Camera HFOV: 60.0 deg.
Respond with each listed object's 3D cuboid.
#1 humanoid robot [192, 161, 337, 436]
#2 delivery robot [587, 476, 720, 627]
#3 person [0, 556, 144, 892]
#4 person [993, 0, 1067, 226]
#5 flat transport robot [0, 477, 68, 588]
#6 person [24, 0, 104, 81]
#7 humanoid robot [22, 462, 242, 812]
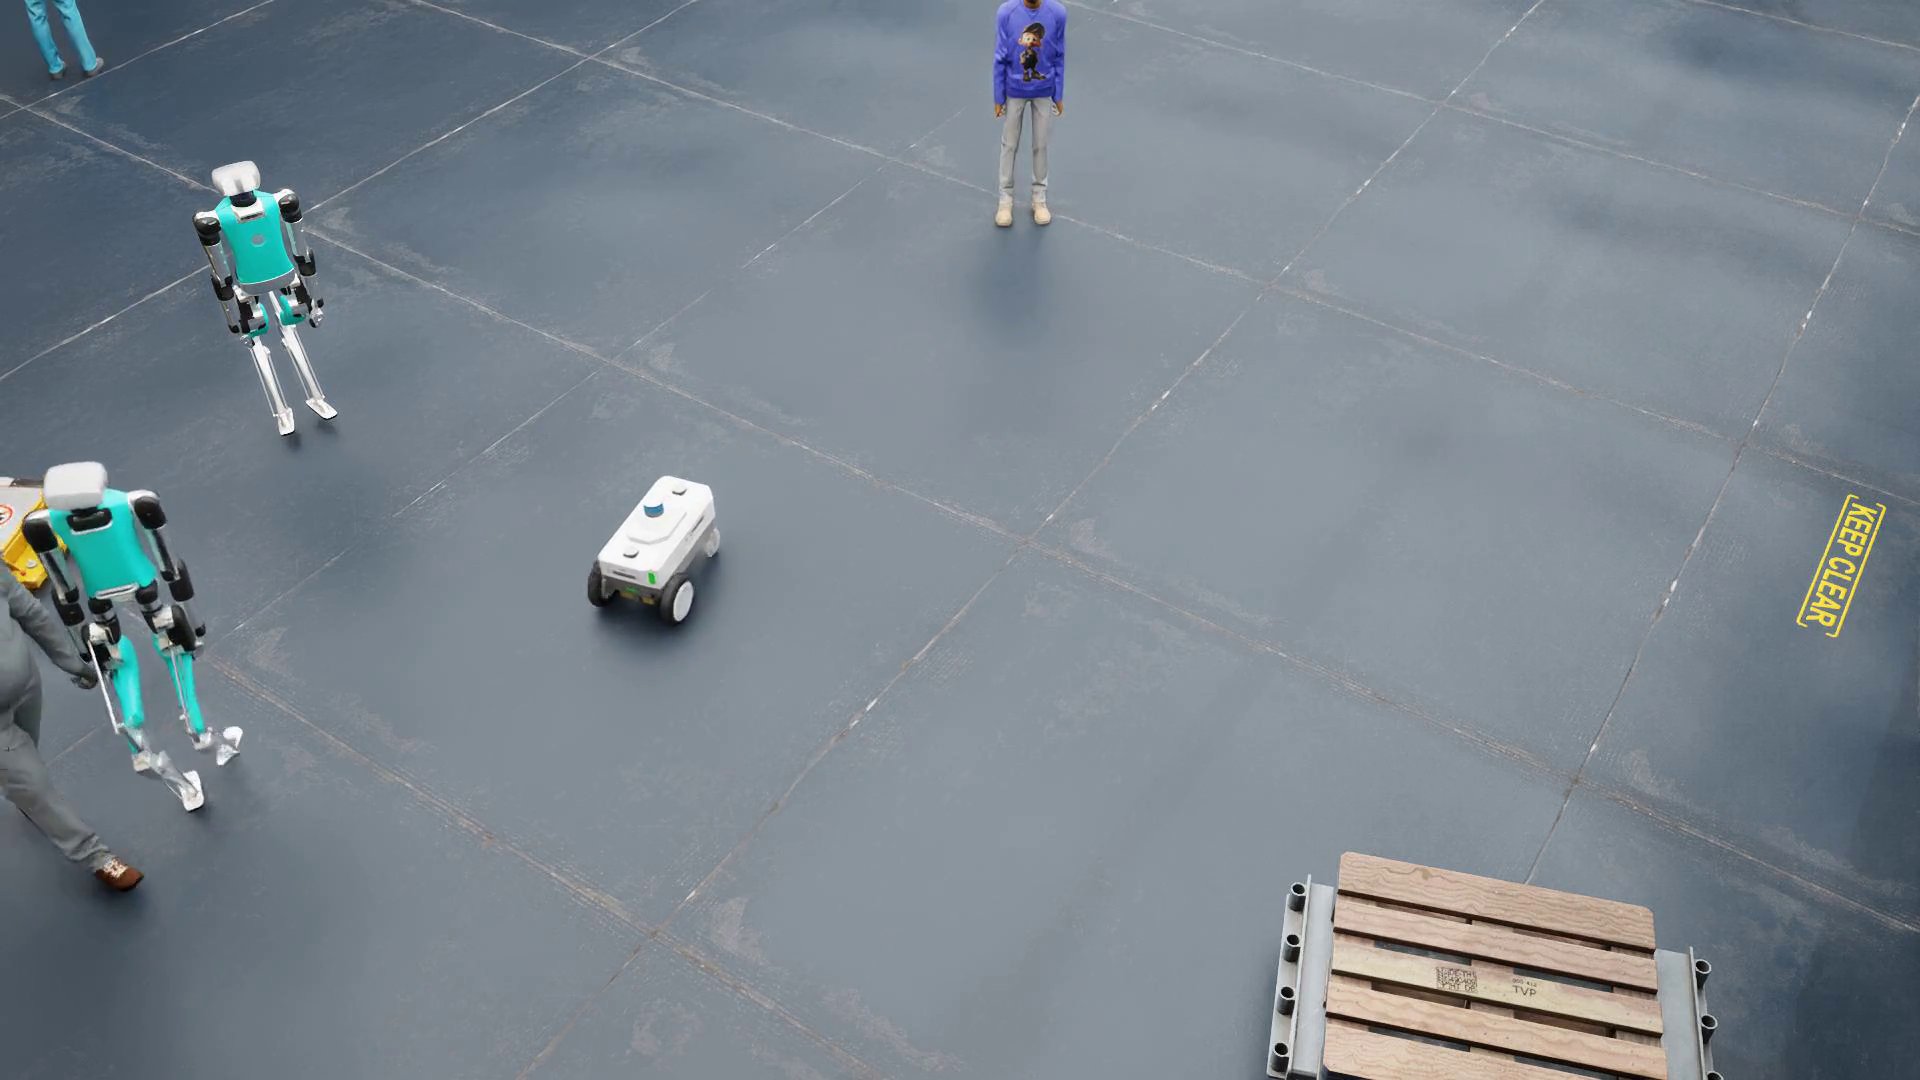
[{"bbox_3d":[-3.822,-1.384,9.126,0.533,1.677,0.735,-24,47,-25],"label":"humanoid robot"},{"bbox_3d":[-1.546,0.027,8.533,0.499,0.592,0.795,14,44,15],"label":"delivery robot"},{"bbox_3d":[-3.880,0.669,6.835,0.942,1.862,0.645,12,43,13],"label":"person"},{"bbox_3d":[0.451,-2.919,10.845,0.468,1.871,0.357,-3,42,-3],"label":"person"},{"bbox_3d":[-5.447,-0.059,8.846,1.431,0.231,0.659,4,42,4],"label":"flat transport robot"},{"bbox_3d":[-6.947,-4.341,12.465,0.557,1.837,0.390,-5,42,-6],"label":"person"},{"bbox_3d":[-3.476,0.537,7.074,0.534,1.771,0.758,-14,44,-15],"label":"humanoid robot"}]
